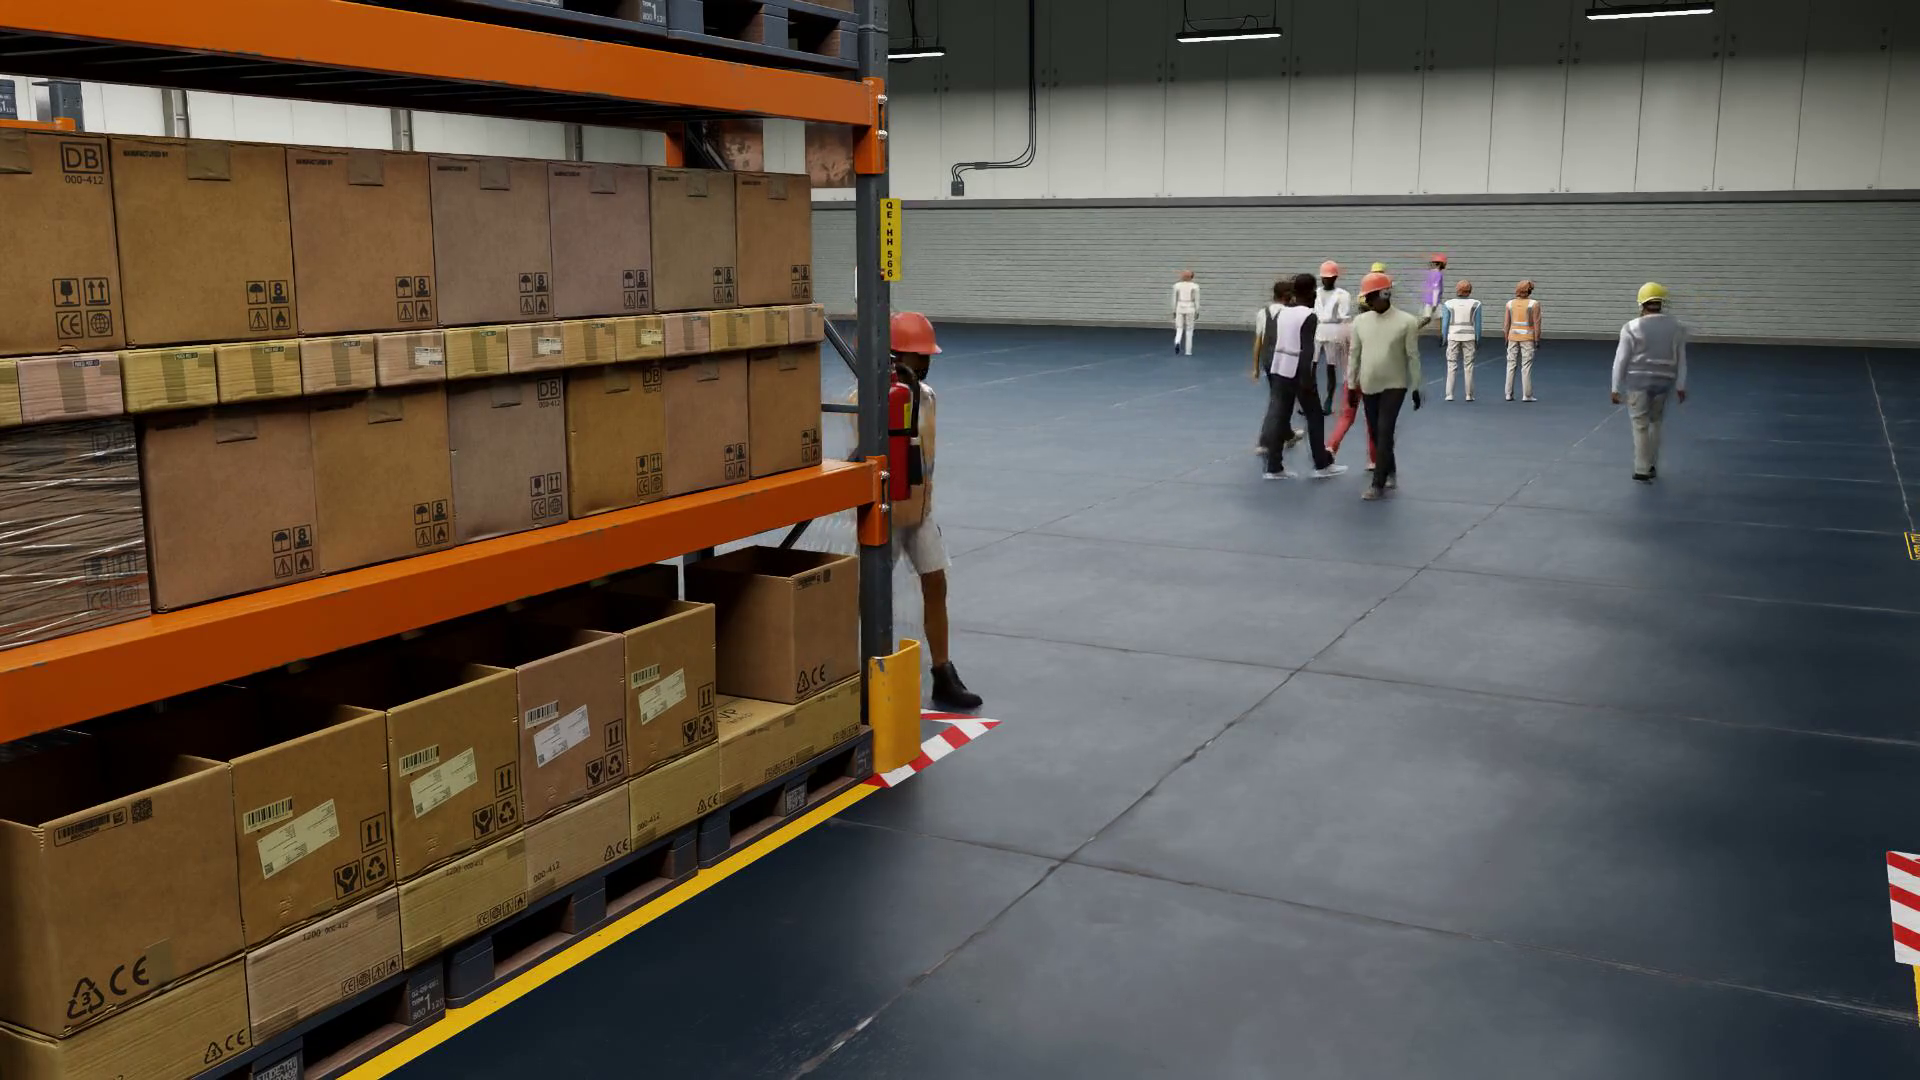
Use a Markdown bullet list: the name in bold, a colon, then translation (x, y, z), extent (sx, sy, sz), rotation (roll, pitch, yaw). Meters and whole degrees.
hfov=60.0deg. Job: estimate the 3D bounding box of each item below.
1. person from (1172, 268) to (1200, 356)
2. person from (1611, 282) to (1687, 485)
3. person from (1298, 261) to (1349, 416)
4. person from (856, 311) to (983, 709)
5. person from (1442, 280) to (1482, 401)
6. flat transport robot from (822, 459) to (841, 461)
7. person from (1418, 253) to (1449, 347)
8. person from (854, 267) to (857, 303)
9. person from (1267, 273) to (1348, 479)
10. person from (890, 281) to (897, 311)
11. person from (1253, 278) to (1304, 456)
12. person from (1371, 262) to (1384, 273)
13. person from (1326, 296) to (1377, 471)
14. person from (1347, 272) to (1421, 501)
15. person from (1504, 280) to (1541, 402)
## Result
- **person**: translation (4.206, -4.237, 30.955), extent (0.534, 1.629, 0.418), rotation (4, 11, 21)
- **person**: translation (6.208, -1.422, 15.105), extent (0.628, 1.813, 0.585), rotation (-1, 10, -3)
- **person**: translation (4.489, -2.479, 20.577), extent (0.577, 1.918, 0.701), rotation (7, 12, 33)
- **person**: translation (-0.341, -0.155, 8.005), extent (0.943, 1.898, 0.553), rotation (7, 13, 34)
- **person**: translation (6.779, -2.691, 22.508), extent (0.514, 1.641, 0.315), rotation (3, 11, 17)
- **flat transport robot**: translation (-1.587, -0.567, 14.668), extent (0.652, 0.197, 1.431), rotation (8, 13, 36)
- **person**: translation (9.437, -4.802, 33.331), extent (0.927, 1.903, 0.560), rotation (-1, 10, -4)
- **person**: translation (-2.025, -5.349, 36.337), extent (0.586, 1.883, 0.340), rotation (-4, 11, -23)
- **person**: translation (3.215, -1.501, 15.346), extent (0.879, 1.885, 0.624), rotation (-4, 11, -19)
- **person**: translation (-1.591, -4.813, 34.259), extent (0.503, 1.574, 0.897), rotation (-9, 14, -41)
- **person**: translation (3.344, -1.790, 17.174), extent (0.519, 1.790, 0.985), rotation (10, 15, 44)
- **person**: translation (7.988, -4.419, 31.676), extent (0.520, 1.736, 0.822), rotation (9, 13, 39)
- **person**: translation (3.776, -1.495, 15.704), extent (0.778, 1.744, 0.516), rotation (-10, 15, -44)
- **person**: translation (3.677, -1.347, 14.402), extent (0.650, 1.941, 0.970), rotation (8, 13, 36)
- **person**: translation (7.591, -2.683, 22.467), extent (0.511, 1.641, 0.309), rotation (10, 15, 44)
